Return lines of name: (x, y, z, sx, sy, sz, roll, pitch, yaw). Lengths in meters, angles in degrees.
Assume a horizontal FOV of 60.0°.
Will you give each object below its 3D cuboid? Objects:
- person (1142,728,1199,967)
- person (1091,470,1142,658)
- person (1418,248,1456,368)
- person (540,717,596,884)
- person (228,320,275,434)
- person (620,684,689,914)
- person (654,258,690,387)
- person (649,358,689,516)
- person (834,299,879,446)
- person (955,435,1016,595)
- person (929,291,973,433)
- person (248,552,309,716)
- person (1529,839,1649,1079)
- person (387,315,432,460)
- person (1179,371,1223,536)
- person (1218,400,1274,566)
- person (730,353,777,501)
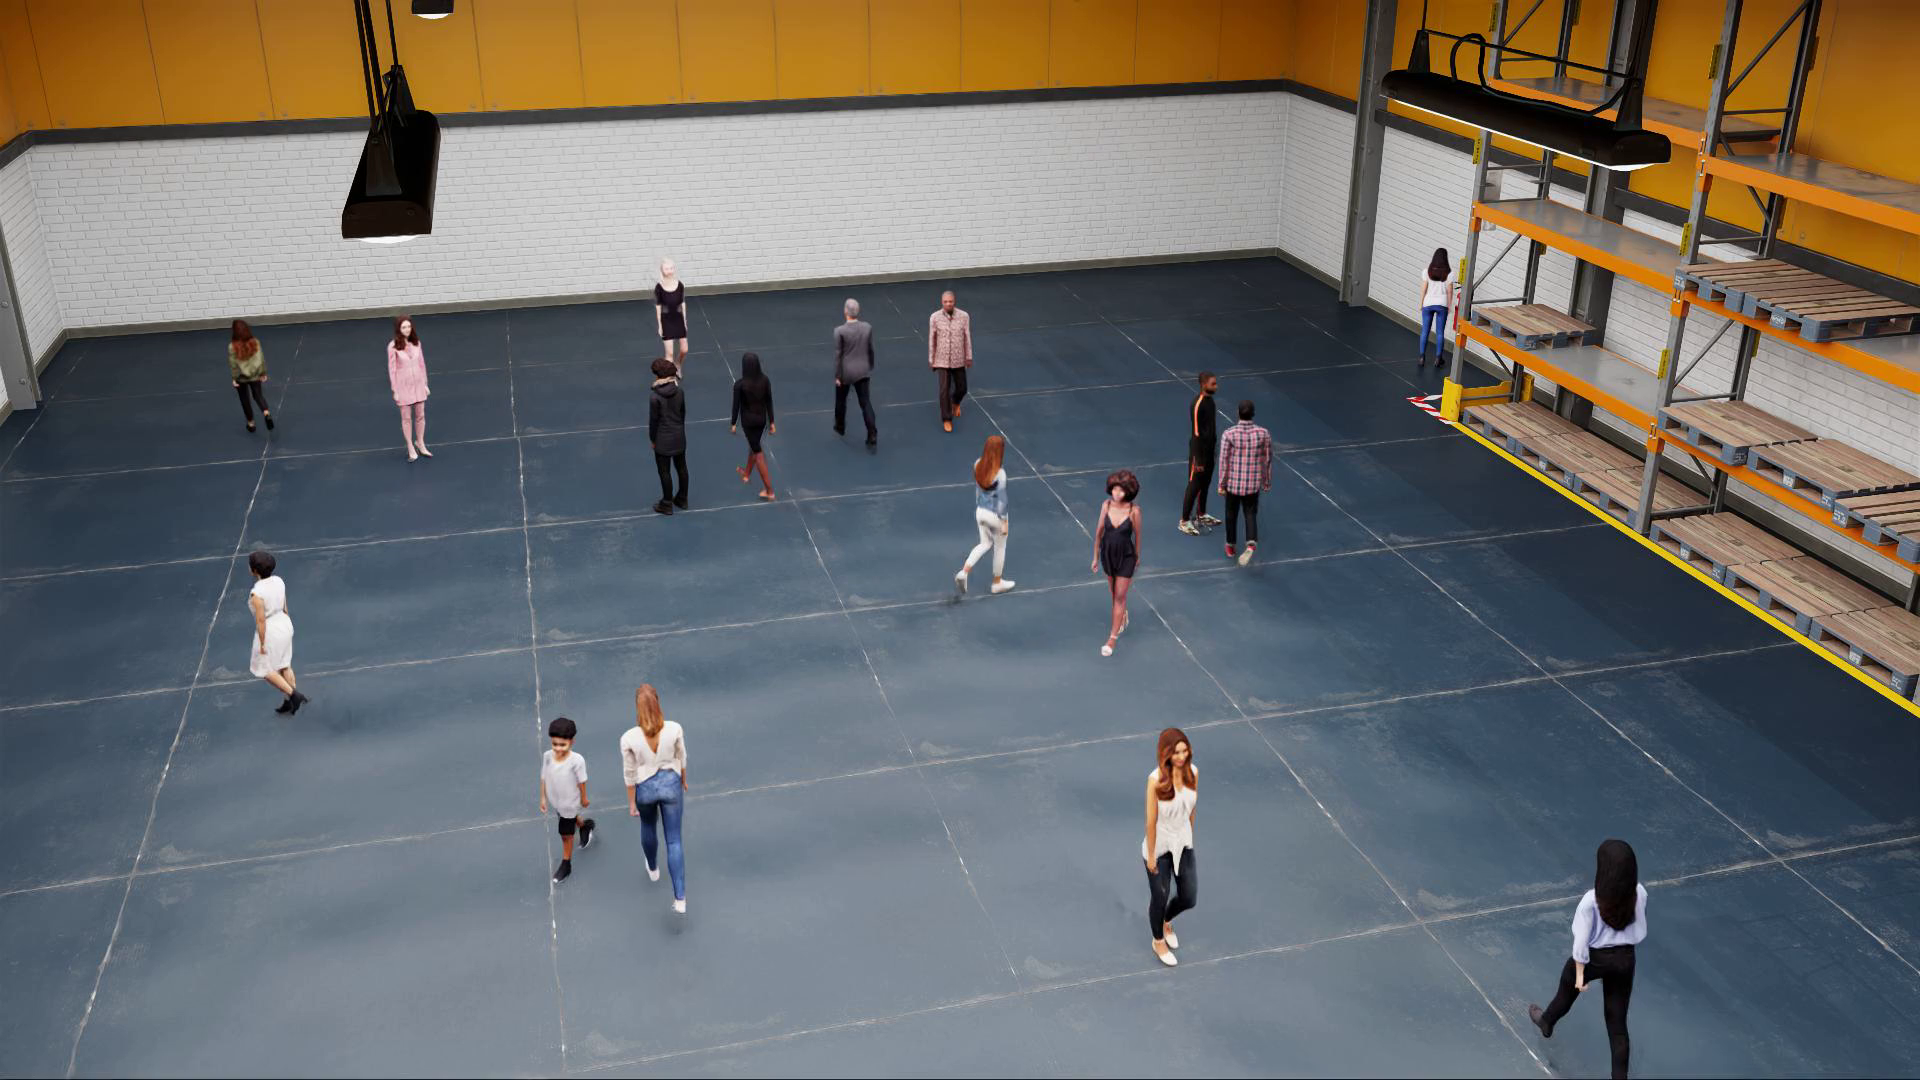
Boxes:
person: (1.356, 2.030, 11.176, 0.629, 1.775, 0.648, -10, 26, -22)
person: (1.493, 0.161, 15.491, 0.984, 1.743, 1.130, 10, 25, 21)
person: (6.684, -3.258, 23.387, 0.683, 1.684, 0.719, 10, 26, 22)
person: (-2.884, 1.846, 12.265, 0.776, 1.239, 0.929, 8, 25, 18)
person: (-8.889, -2.025, 20.841, 0.783, 1.464, 0.897, -20, 31, -38)
person: (-2.099, 1.843, 11.712, 0.604, 1.688, 1.084, -6, 24, -13)
person: (-3.911, -2.910, 22.415, 0.640, 1.823, 0.724, -11, 26, -23)
person: (-3.223, -1.150, 18.450, 0.719, 1.775, 0.748, -22, 32, -40)
person: (-1.264, -2.017, 20.408, 0.891, 1.796, 1.272, -11, 26, -23)
person: (0.242, -0.209, 16.410, 0.914, 1.684, 0.965, -18, 29, -35)
person: (-0.122, -2.306, 21.080, 0.783, 1.786, 0.951, -3, 24, -6)
person: (-5.804, 0.828, 14.210, 0.790, 1.545, 0.736, 6, 24, 13)
person: (3.889, 2.625, 9.921, 0.714, 1.690, 1.180, -4, 24, -9)
person: (-6.633, -1.838, 20.002, 0.714, 1.791, 0.727, -21, 31, -39)
person: (2.638, -0.977, 18.012, 0.812, 1.808, 0.760, 9, 25, 21)
person: (2.930, -0.561, 17.151, 0.905, 1.736, 1.077, -1, 24, -2)
person: (-2.273, -1.260, 18.814, 0.918, 1.686, 1.174, -18, 29, -35)
